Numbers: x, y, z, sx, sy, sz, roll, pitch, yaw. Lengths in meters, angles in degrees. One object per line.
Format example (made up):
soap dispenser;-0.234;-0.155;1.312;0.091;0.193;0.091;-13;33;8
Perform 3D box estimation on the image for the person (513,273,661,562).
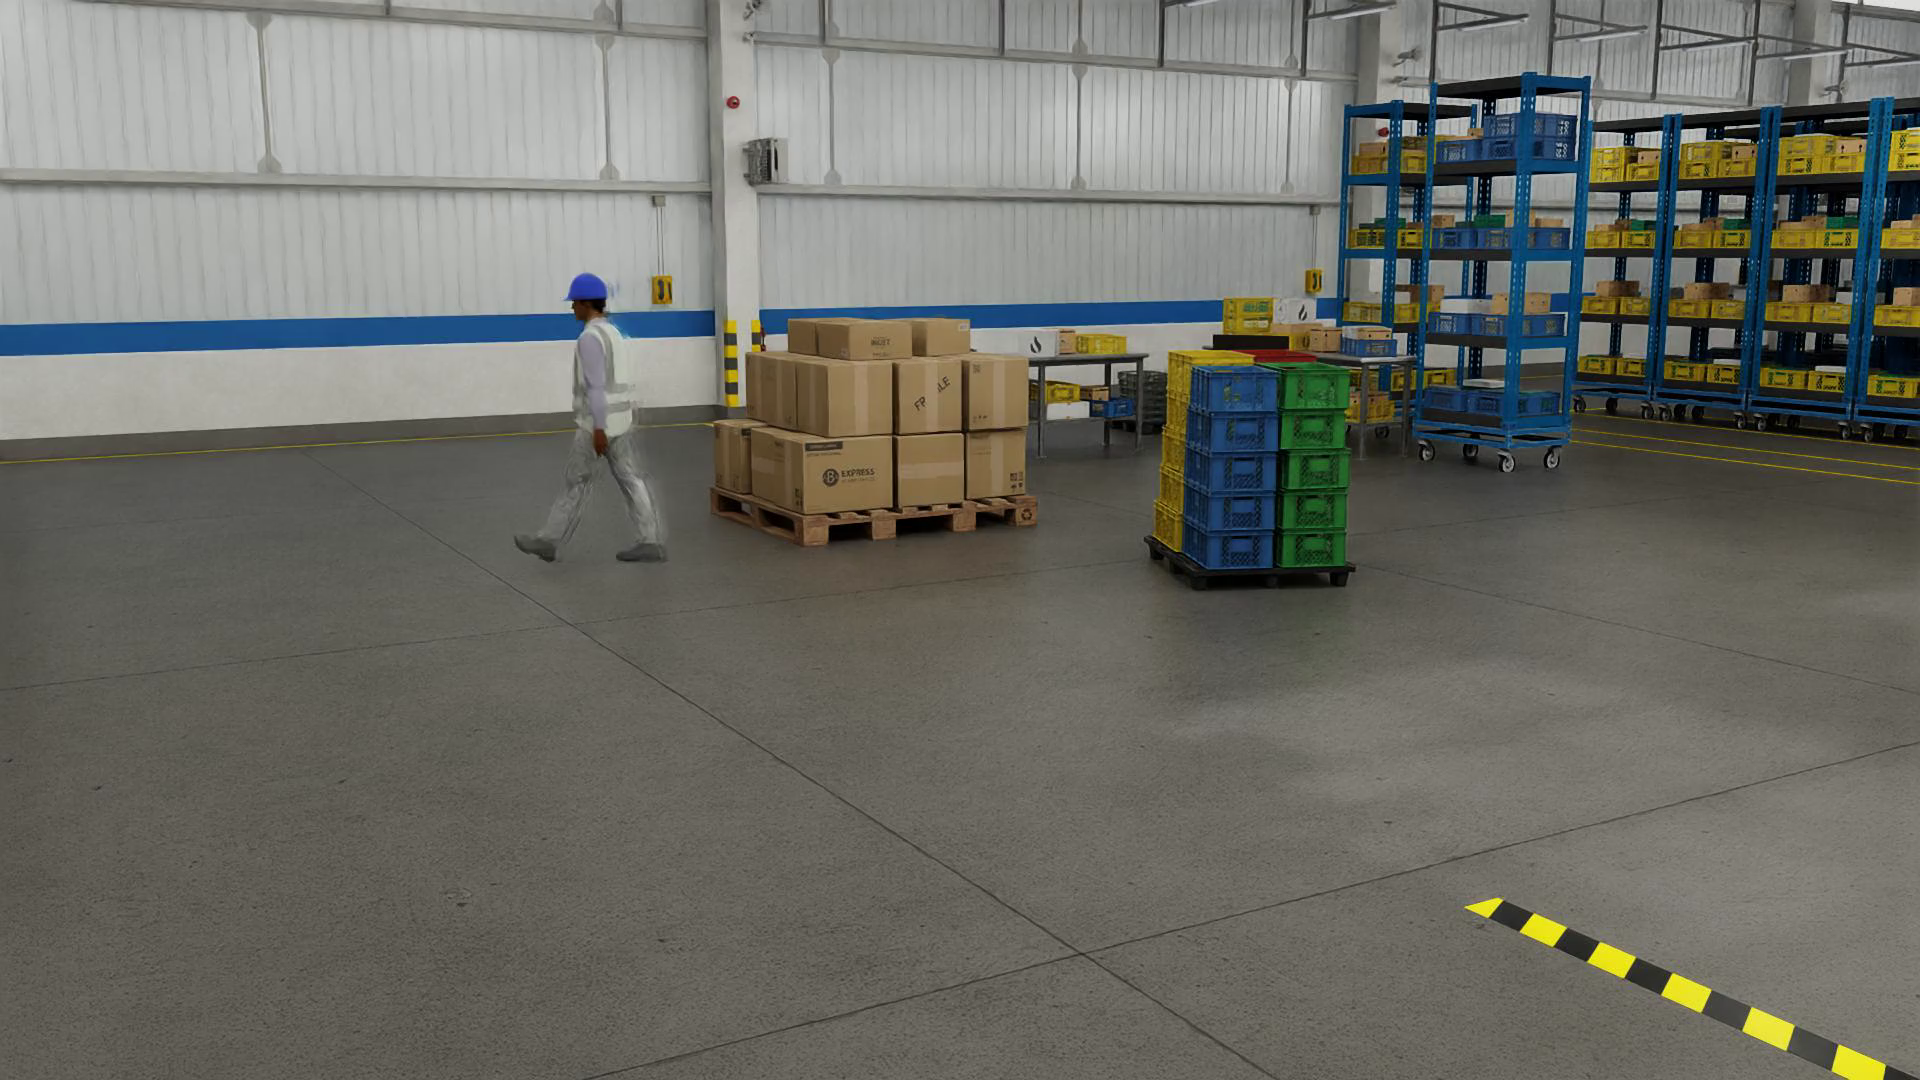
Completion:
person;-2.431;-0.784;10.897;1.001;1.889;0.637;1;10;7
